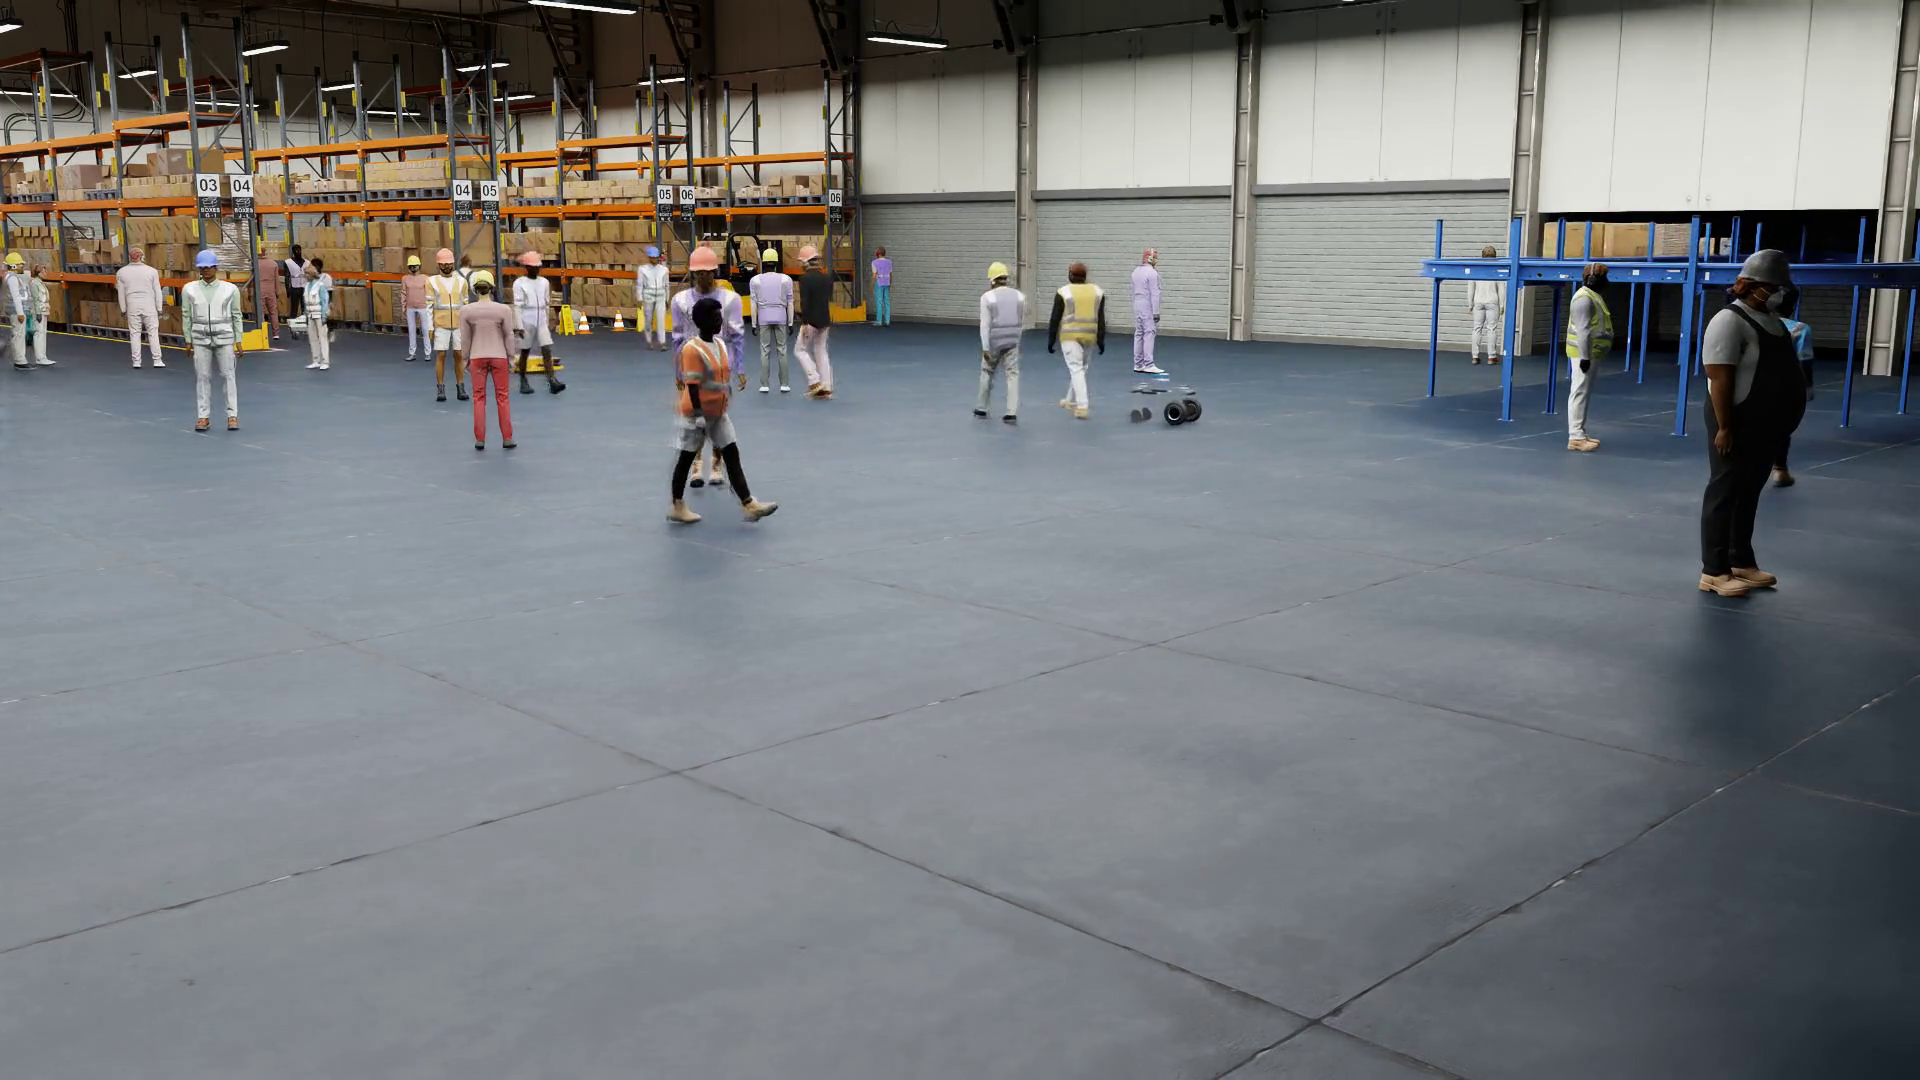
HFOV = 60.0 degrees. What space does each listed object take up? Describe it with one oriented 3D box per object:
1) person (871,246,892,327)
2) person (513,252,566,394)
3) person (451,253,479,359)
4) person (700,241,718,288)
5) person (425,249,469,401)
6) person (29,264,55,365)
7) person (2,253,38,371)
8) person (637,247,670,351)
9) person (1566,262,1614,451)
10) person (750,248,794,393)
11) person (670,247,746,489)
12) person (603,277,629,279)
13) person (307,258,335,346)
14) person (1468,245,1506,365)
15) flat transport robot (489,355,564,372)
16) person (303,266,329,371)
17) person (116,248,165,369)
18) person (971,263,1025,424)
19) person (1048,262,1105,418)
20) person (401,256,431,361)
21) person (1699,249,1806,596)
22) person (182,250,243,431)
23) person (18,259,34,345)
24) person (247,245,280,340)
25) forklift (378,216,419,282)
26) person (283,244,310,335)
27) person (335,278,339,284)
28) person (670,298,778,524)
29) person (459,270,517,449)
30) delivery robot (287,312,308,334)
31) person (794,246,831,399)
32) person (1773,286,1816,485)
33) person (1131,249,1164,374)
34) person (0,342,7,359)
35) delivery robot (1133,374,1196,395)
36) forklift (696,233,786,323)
[{"bbox_3d":[-1.818,-5.895,38.703,0.567,1.846,0.389,-9,14,-40],"label":"person"},{"bbox_3d":[-5.636,-2.871,22.106,0.568,1.882,0.988,-9,14,-42],"label":"person"},{"bbox_3d":[-8.325,-3.922,28.044,0.529,1.819,0.493,-3,11,-13],"label":"person"},{"bbox_3d":[-5.978,-6.023,39.028,0.472,1.977,0.627,10,14,43],"label":"person"},{"bbox_3d":[-6.573,-2.769,21.410,0.553,1.935,0.361,-6,12,-29],"label":"person"},{"bbox_3d":[-15.055,-3.687,27.233,0.311,1.636,0.523,-3,11,-18],"label":"person"},{"bbox_3d":[-14.848,-3.603,26.239,0.403,1.835,0.588,-7,13,-35],"label":"person"},{"bbox_3d":[-5.693,-4.476,30.825,0.629,1.905,0.984,-4,11,-21],"label":"person"},{"bbox_3d":[6.255,-1.828,16.538,0.430,1.845,0.619,5,12,27],"label":"person"},{"bbox_3d":[-2.536,-2.956,22.450,0.587,1.930,0.362,-2,11,-9],"label":"person"},{"bbox_3d":[-2.097,-1.423,13.904,0.613,2.003,0.976,-2,11,-10],"label":"person"},{"bbox_3d":[-8.552,-6.441,41.773,0.913,1.804,0.658,10,15,44],"label":"person"},{"bbox_3d":[-12.278,-4.561,31.883,0.534,1.688,0.364,3,11,13],"label":"person"},{"bbox_3d":[8.690,-3.878,27.453,0.627,1.940,0.372,7,13,35],"label":"person"},{"bbox_3d":[-6.954,-2.790,26.186,1.431,0.197,0.652,8,13,38],"label":"flat transport robot"},{"bbox_3d":[-10.154,-3.505,26.288,0.569,1.626,0.317,8,13,36],"label":"person"},{"bbox_3d":[-13.082,-3.703,26.586,0.638,1.910,0.407,-3,11,-17],"label":"person"},{"bbox_3d":[0.428,-2.246,18.962,0.595,1.792,0.858,-5,11,-24],"label":"person"},{"bbox_3d":[1.353,-2.359,19.574,0.649,1.791,0.952,-4,11,-21],"label":"person"},{"bbox_3d":[-9.178,-3.910,28.100,0.533,1.768,0.310,0,10,-1],"label":"person"},{"bbox_3d":[4.726,-0.687,9.891,0.681,2.000,0.538,-9,14,-41],"label":"person"},{"bbox_3d":[-8.136,-2.173,18.125,0.602,1.949,0.394,-3,11,-16],"label":"person"},{"bbox_3d":[-18.068,-4.633,32.118,0.553,1.730,0.383,-5,11,-23],"label":"person"},{"bbox_3d":[-14.123,-5.011,33.718,0.638,1.910,0.407,-8,13,-39],"label":"person"},{"bbox_3d":[-17.868,-9.201,54.028,1.873,2.768,1.129,-10,14,-44],"label":"forklift"},{"bbox_3d":[-14.150,-5.361,35.593,0.377,1.917,0.599,9,14,40],"label":"person"},{"bbox_3d":[-17.818,-7.491,46.869,0.607,2.044,0.375,-6,12,-29],"label":"person"},{"bbox_3d":[-1.776,-0.922,12.081,0.872,1.650,0.551,5,11,24],"label":"person"},{"bbox_3d":[-4.686,-1.788,16.535,0.523,1.767,0.318,-2,11,-9],"label":"person"},{"bbox_3d":[-13.450,-4.442,34.166,0.707,0.478,0.477,-5,12,-26],"label":"delivery robot"},{"bbox_3d":[-1.911,-2.820,21.601,0.514,1.966,0.692,6,12,28],"label":"person"},{"bbox_3d":[6.959,-1.307,14.103,0.388,1.695,0.552,-7,13,-34],"label":"person"},{"bbox_3d":[2.905,-3.528,25.651,0.407,1.902,0.639,-5,11,-25],"label":"person"},{"bbox_3d":[-16.199,-3.854,27.396,0.633,1.910,0.529,6,12,30],"label":"person"},{"bbox_3d":[2.330,-1.780,18.942,0.698,0.223,0.335,6,12,30],"label":"delivery robot"},{"bbox_3d":[-5.496,-6.489,41.108,2.313,2.155,1.214,-10,14,-44],"label":"forklift"}]
